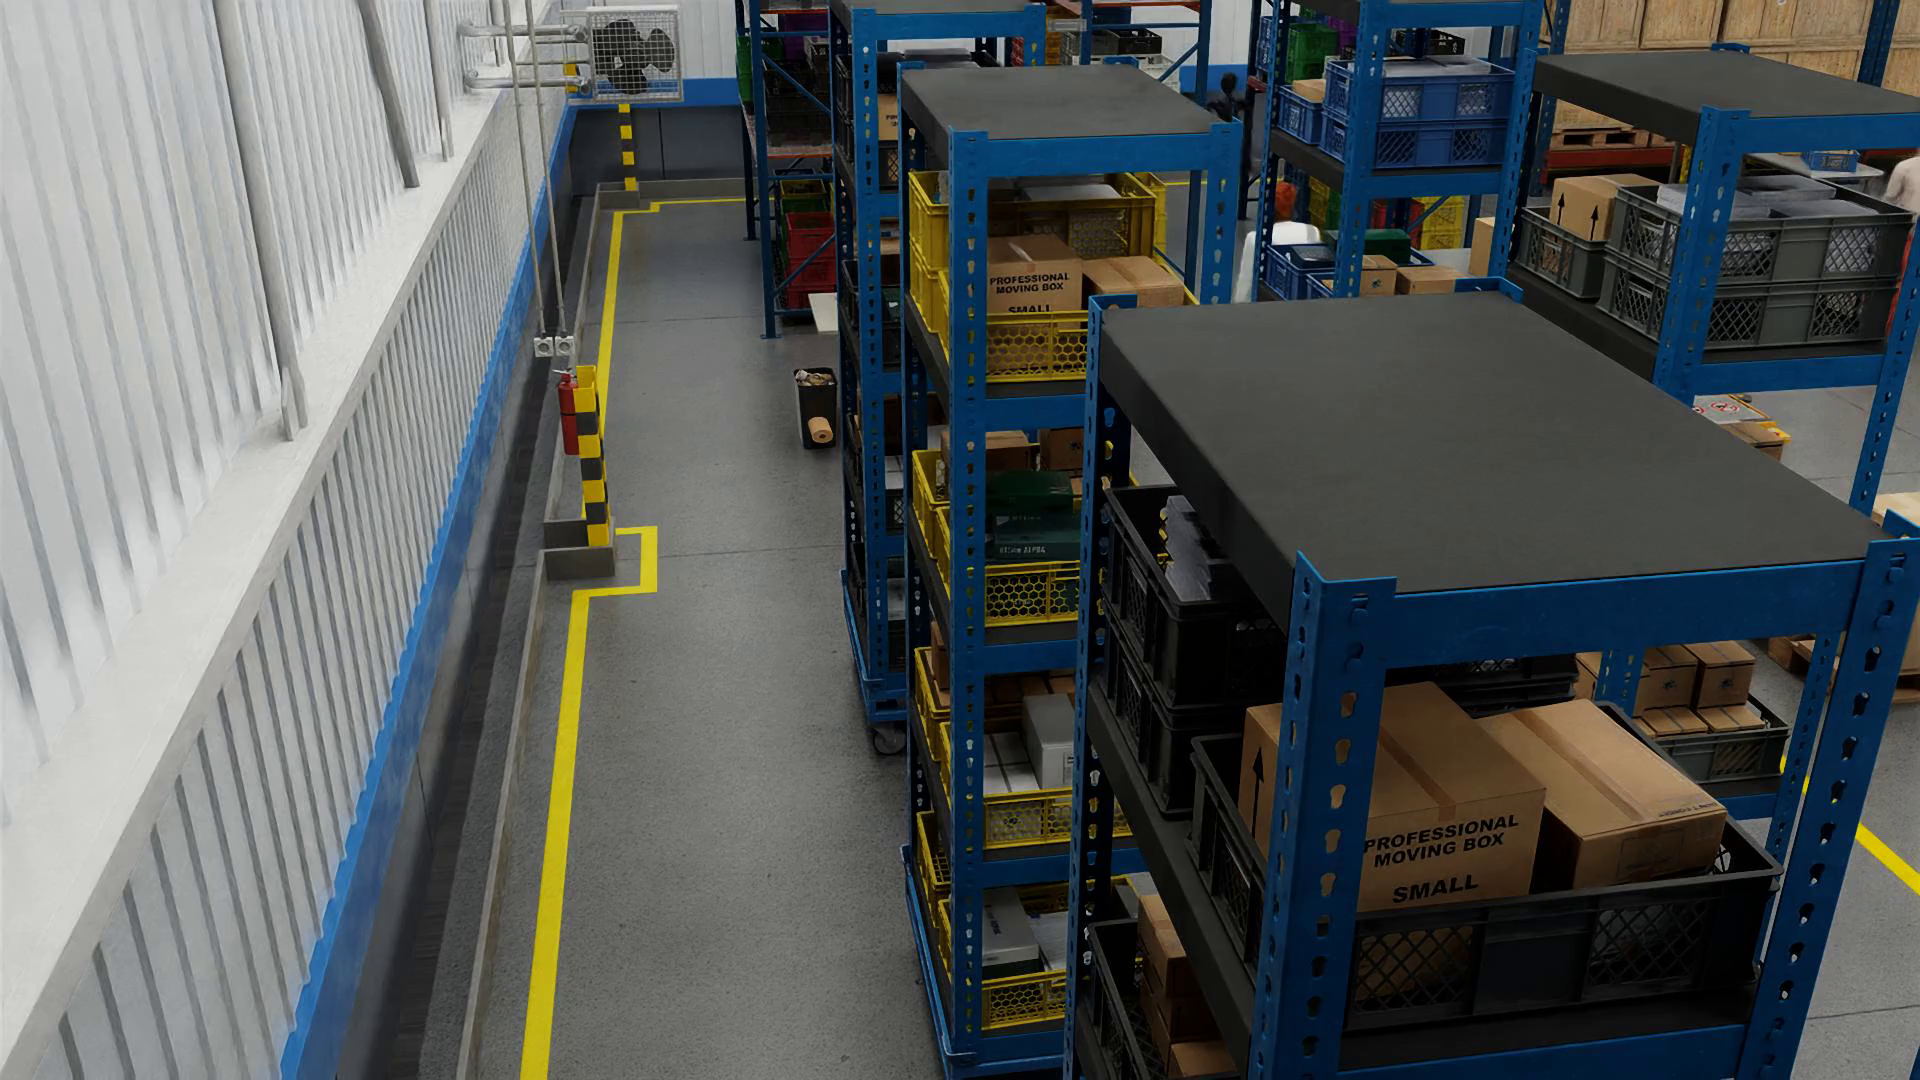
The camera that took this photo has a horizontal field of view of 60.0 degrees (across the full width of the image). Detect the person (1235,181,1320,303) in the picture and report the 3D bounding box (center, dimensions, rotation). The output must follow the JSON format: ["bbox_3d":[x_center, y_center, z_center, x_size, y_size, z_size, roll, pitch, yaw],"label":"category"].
[{"bbox_3d":[2.246,-1.663,12.012,0.587,1.879,0.558,-7,26,-16],"label":"person"}]

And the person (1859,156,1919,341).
[{"bbox_3d":[8.044,-2.654,14.113,0.585,1.912,1.062,2,25,4],"label":"person"}]

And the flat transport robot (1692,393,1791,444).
[{"bbox_3d":[5.224,-0.859,12.132,1.431,0.197,0.652,-4,25,-8],"label":"flat transport robot"}]

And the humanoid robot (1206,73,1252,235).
[{"bbox_3d":[2.760,-4.084,17.519,0.569,1.635,0.672,-7,26,-14],"label":"humanoid robot"}]
